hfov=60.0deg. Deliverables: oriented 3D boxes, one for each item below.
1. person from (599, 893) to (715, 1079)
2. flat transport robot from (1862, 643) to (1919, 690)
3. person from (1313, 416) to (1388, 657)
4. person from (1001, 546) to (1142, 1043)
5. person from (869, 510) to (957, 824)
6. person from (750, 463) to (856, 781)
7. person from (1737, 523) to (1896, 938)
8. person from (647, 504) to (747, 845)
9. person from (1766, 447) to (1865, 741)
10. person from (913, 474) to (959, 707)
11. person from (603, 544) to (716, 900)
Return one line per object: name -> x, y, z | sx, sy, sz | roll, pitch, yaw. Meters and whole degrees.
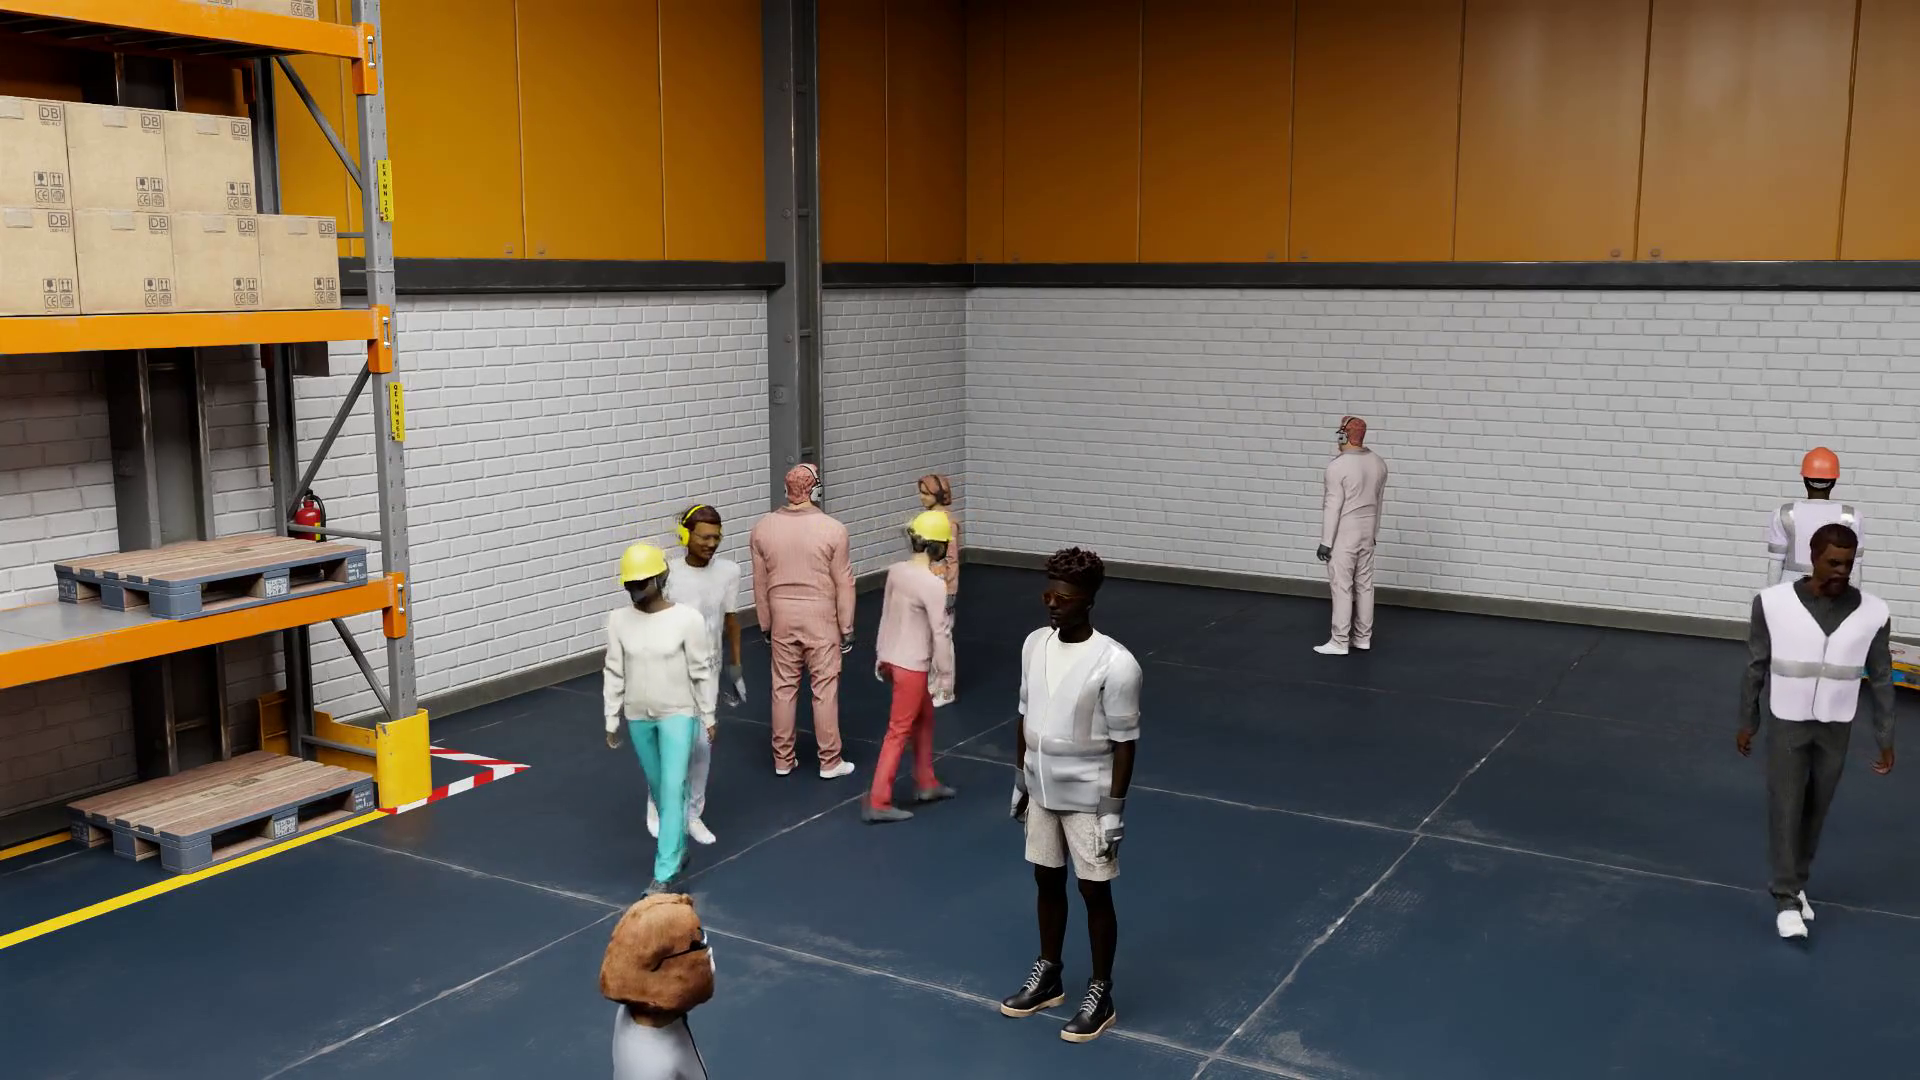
person -> -0.671, 1.606, 3.858 | 0.282, 1.636, 0.500 | -2, 9, -15
flat transport robot -> 6.964, 0.929, 12.327 | 0.652, 0.197, 1.431 | -5, 10, -30
person -> 3.081, -0.031, 13.231 | 0.639, 1.909, 0.409 | -7, 11, -36
person -> 0.436, 0.996, 6.633 | 0.367, 1.966, 0.606 | -9, 13, -44
person -> -0.205, 0.692, 9.241 | 0.767, 1.725, 0.549 | -5, 11, -30
person -> -0.917, 0.492, 9.968 | 0.643, 1.909, 0.410 | 3, 10, 17
person -> 3.942, 0.874, 7.604 | 0.621, 1.897, 0.713 | 1, 9, 9
person -> -1.414, 0.715, 8.798 | 0.537, 1.842, 0.471 | -6, 11, -31
person -> 5.411, 0.378, 10.569 | 0.545, 1.943, 0.347 | 4, 10, 25
person -> -0.162, 0.347, 11.710 | 0.312, 1.639, 0.523 | -4, 10, -26
person -> -1.501, 0.887, 8.066 | 0.533, 1.717, 0.870 | 2, 9, 12
